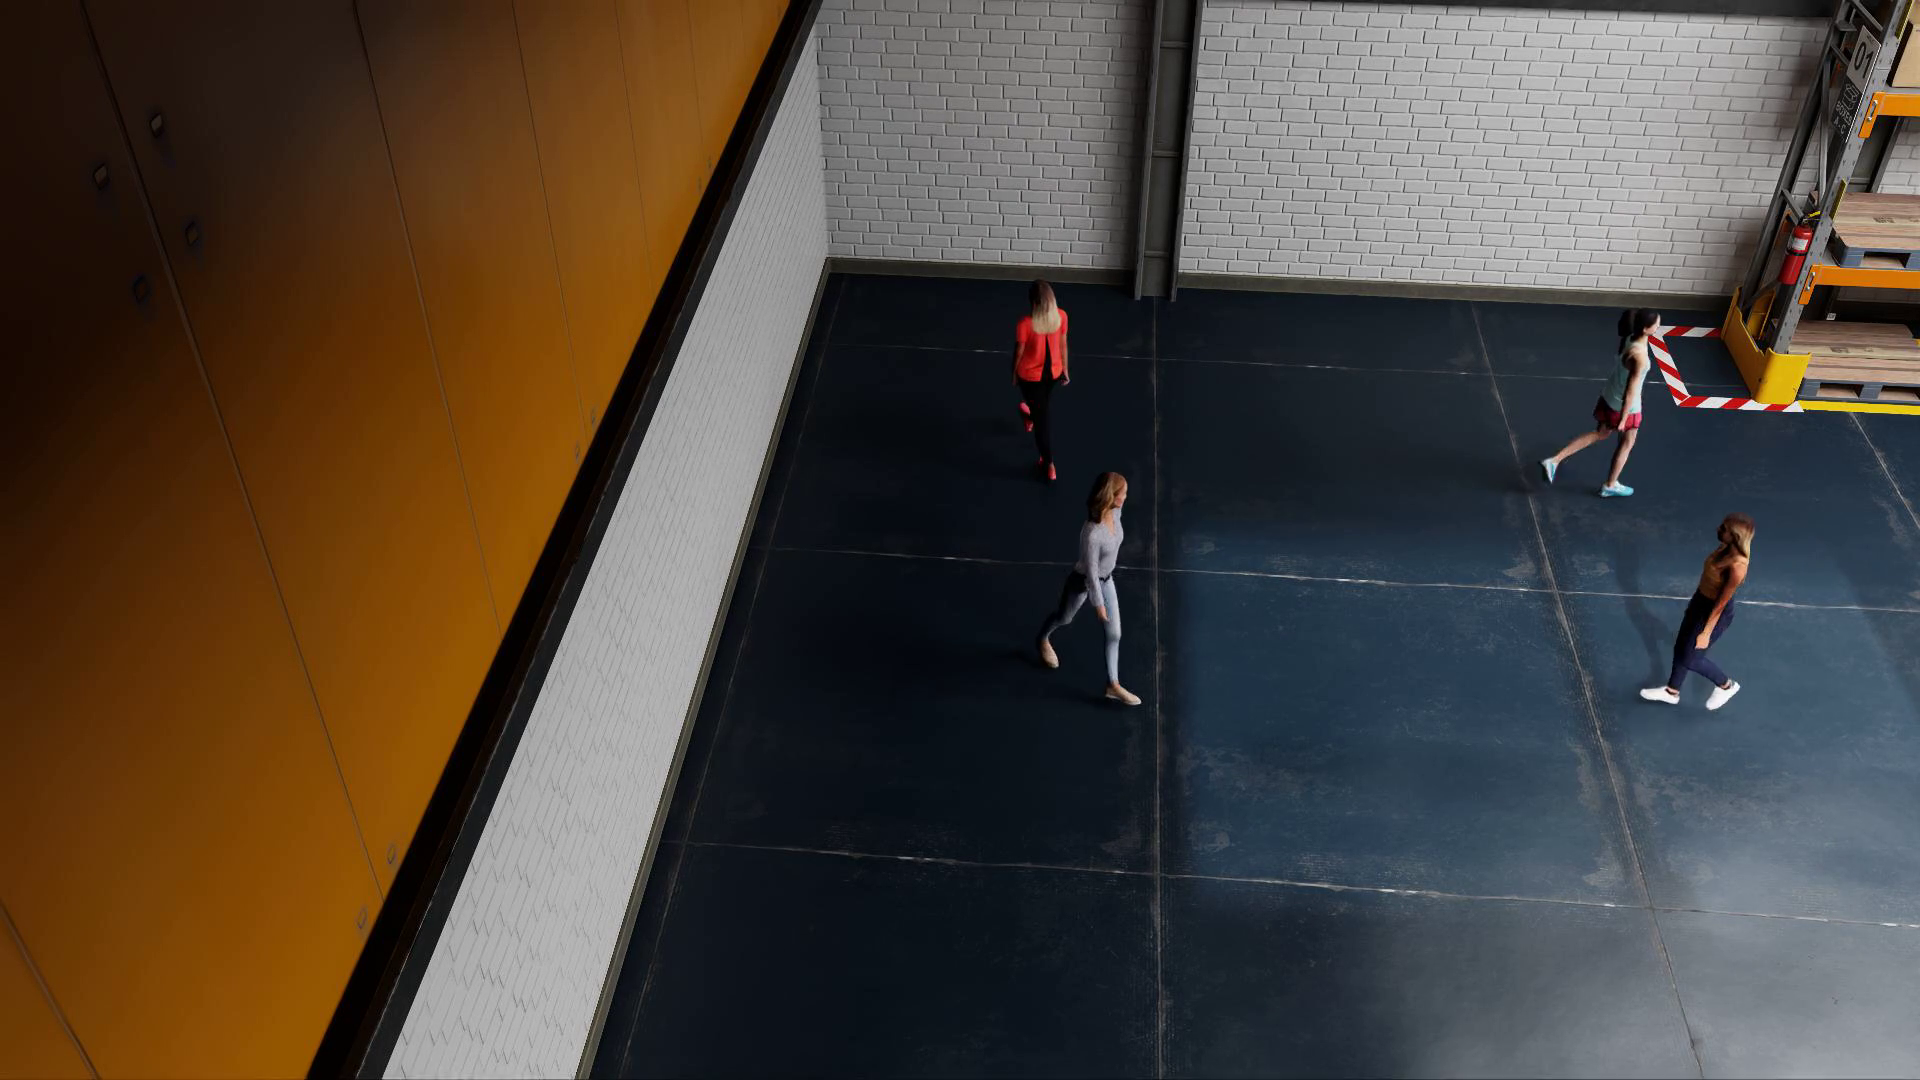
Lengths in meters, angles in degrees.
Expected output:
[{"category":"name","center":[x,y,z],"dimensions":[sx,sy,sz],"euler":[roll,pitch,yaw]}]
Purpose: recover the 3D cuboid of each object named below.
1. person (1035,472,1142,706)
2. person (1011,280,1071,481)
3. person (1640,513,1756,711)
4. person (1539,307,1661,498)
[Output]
[{"category":"person","center":[0.806,0.287,11.240],"dimensions":[1.220,1.739,1.078],"euler":[31,48,33]},{"category":"person","center":[0.676,-1.241,13.230],"dimensions":[1.139,1.641,1.020],"euler":[-15,41,-18]},{"category":"person","center":[5.046,0.512,11.053],"dimensions":[0.834,1.620,0.638],"euler":[7,39,9]},{"category":"person","center":[5.028,-1.041,12.902],"dimensions":[1.073,1.738,0.698],"euler":[-2,39,-3]}]
